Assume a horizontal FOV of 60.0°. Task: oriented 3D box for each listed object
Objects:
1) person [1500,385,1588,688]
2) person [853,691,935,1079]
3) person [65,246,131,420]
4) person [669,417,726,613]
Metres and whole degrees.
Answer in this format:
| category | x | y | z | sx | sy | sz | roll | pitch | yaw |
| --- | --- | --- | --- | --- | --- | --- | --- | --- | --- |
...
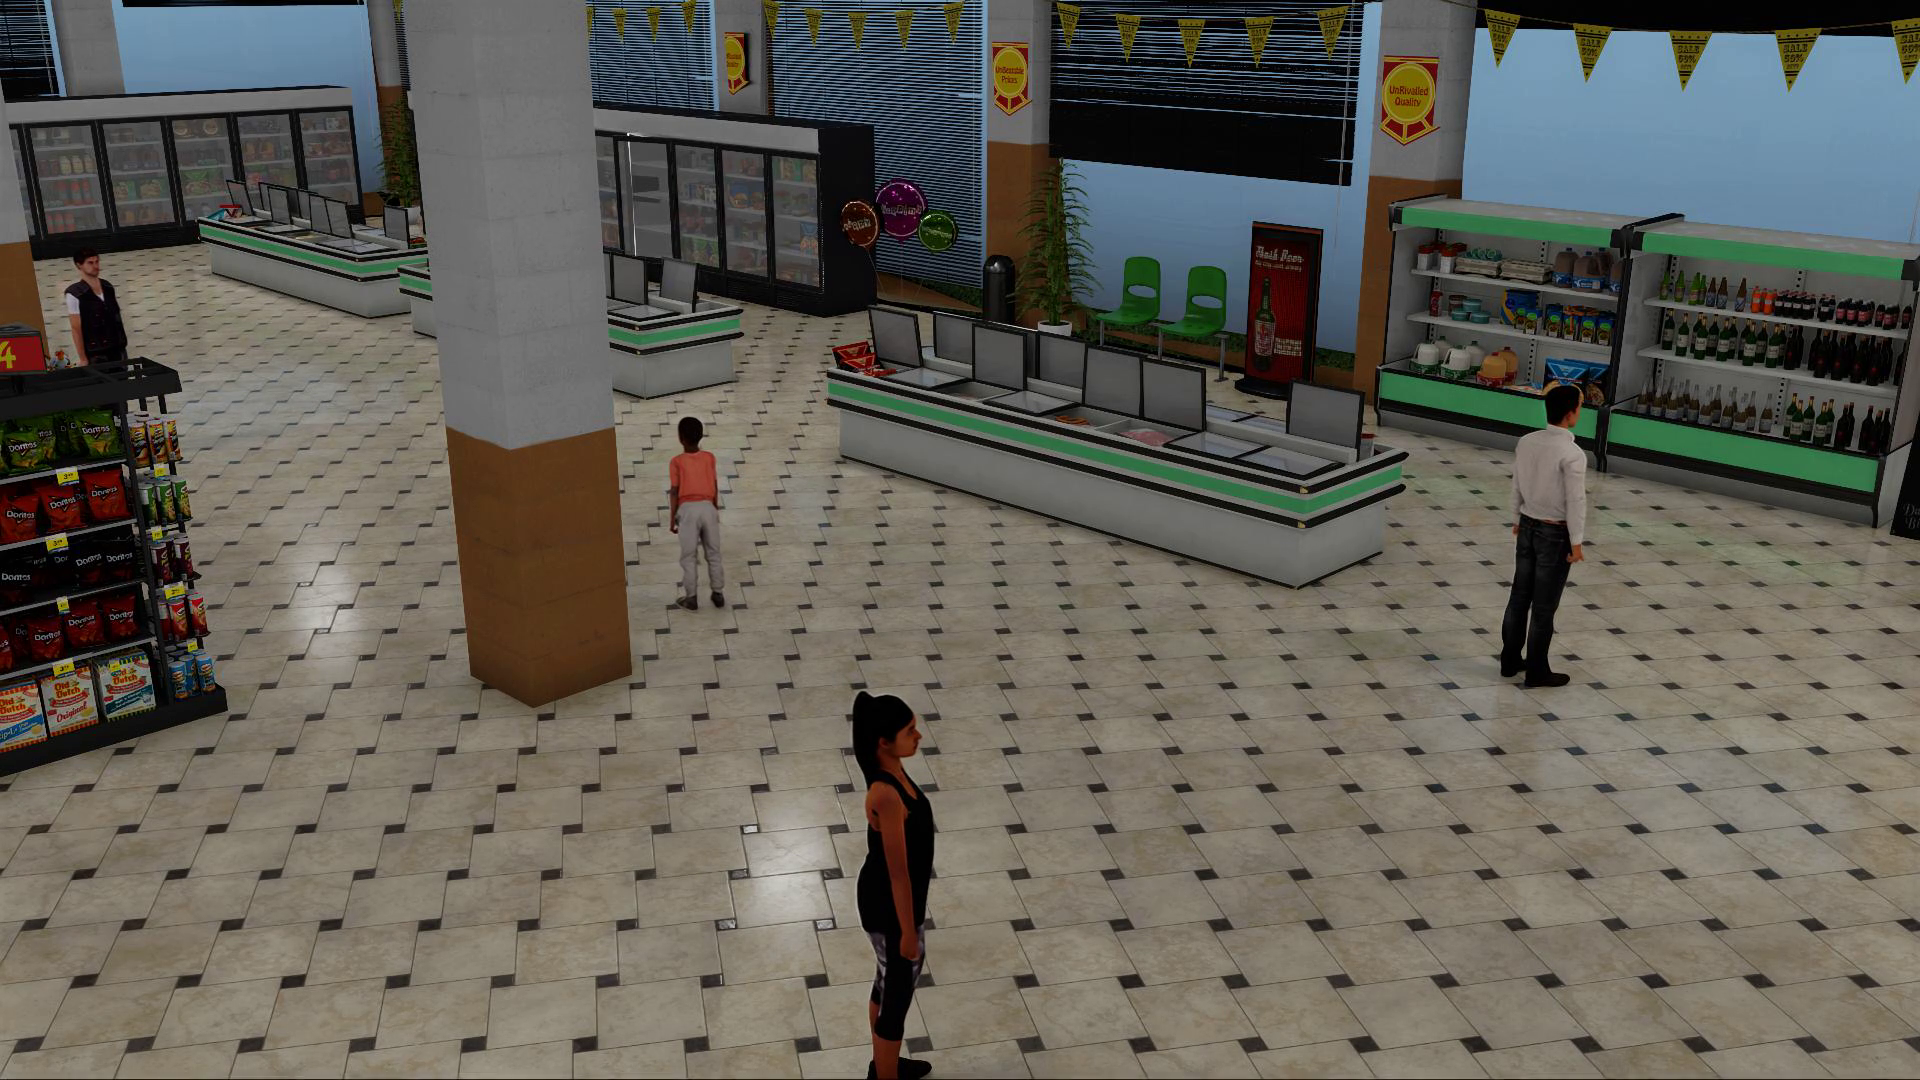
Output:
| category | x | y | z | sx | sy | sz | roll | pitch | yaw |
| --- | --- | --- | --- | --- | --- | --- | --- | --- | --- |
| person | 3.439 | -0.029 | 9.795 | 0.795 | 1.810 | 0.612 | -9 | 21 | -24 |
| person | -0.243 | 1.315 | 6.043 | 0.718 | 1.662 | 0.632 | -2 | 19 | -7 |
| person | -7.487 | -1.636 | 14.501 | 0.733 | 1.848 | 0.746 | 6 | 20 | 19 |
| person | -1.738 | -0.173 | 11.015 | 0.550 | 1.304 | 0.569 | -8 | 20 | -21 |
